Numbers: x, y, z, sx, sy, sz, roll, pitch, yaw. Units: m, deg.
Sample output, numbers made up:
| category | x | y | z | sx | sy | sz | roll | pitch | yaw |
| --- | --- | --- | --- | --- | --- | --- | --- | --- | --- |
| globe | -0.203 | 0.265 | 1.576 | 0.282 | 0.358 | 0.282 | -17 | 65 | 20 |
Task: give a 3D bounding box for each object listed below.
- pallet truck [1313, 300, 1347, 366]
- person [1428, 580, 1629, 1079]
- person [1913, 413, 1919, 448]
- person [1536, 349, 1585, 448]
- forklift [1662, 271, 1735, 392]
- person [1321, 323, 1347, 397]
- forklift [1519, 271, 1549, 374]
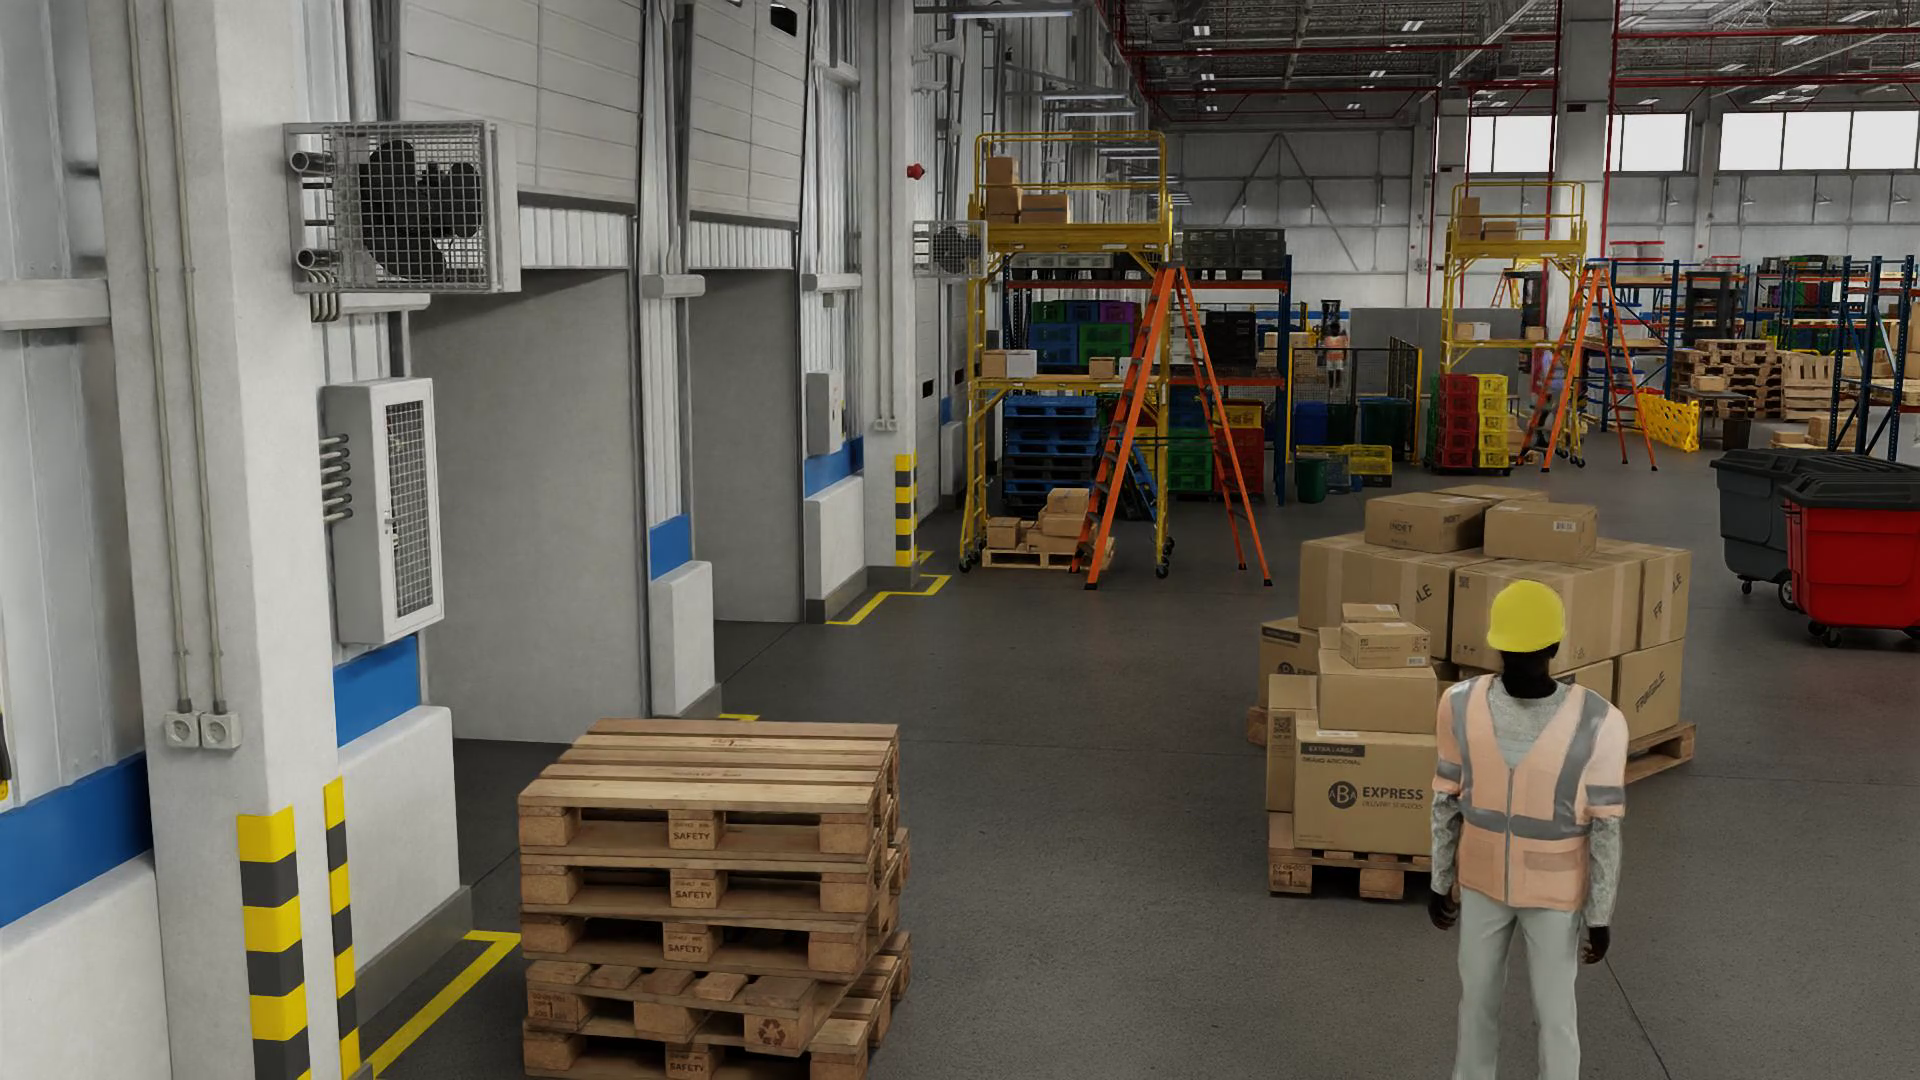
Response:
| category | x | y | z | sx | sy | sz | roll | pitch | yaw |
| --- | --- | --- | --- | --- | --- | --- | --- | --- | --- |
| pallet truck | 11.159 | -6.200 | 49.718 | 0.823 | 1.965 | 1.885 | 4 | 10 | 26 |
| person | 1.735 | 1.065 | 5.165 | 0.588 | 1.919 | 0.396 | 7 | 11 | 36 |
| person | 15.617 | -2.339 | 26.731 | 0.344 | 1.735 | 0.484 | 9 | 13 | 42 |
| person | 9.564 | -2.386 | 26.513 | 0.574 | 1.888 | 0.962 | -4 | 10 | -23 |
| forklift | 17.033 | -4.751 | 38.066 | 1.129 | 2.768 | 1.873 | 9 | 13 | 43 |
| person | 8.413 | -4.053 | 37.483 | 0.547 | 1.673 | 0.716 | 4 | 10 | 22 |
| forklift | 16.127 | -6.011 | 45.839 | 1.873 | 2.768 | 1.129 | -3 | 10 | -17 |
